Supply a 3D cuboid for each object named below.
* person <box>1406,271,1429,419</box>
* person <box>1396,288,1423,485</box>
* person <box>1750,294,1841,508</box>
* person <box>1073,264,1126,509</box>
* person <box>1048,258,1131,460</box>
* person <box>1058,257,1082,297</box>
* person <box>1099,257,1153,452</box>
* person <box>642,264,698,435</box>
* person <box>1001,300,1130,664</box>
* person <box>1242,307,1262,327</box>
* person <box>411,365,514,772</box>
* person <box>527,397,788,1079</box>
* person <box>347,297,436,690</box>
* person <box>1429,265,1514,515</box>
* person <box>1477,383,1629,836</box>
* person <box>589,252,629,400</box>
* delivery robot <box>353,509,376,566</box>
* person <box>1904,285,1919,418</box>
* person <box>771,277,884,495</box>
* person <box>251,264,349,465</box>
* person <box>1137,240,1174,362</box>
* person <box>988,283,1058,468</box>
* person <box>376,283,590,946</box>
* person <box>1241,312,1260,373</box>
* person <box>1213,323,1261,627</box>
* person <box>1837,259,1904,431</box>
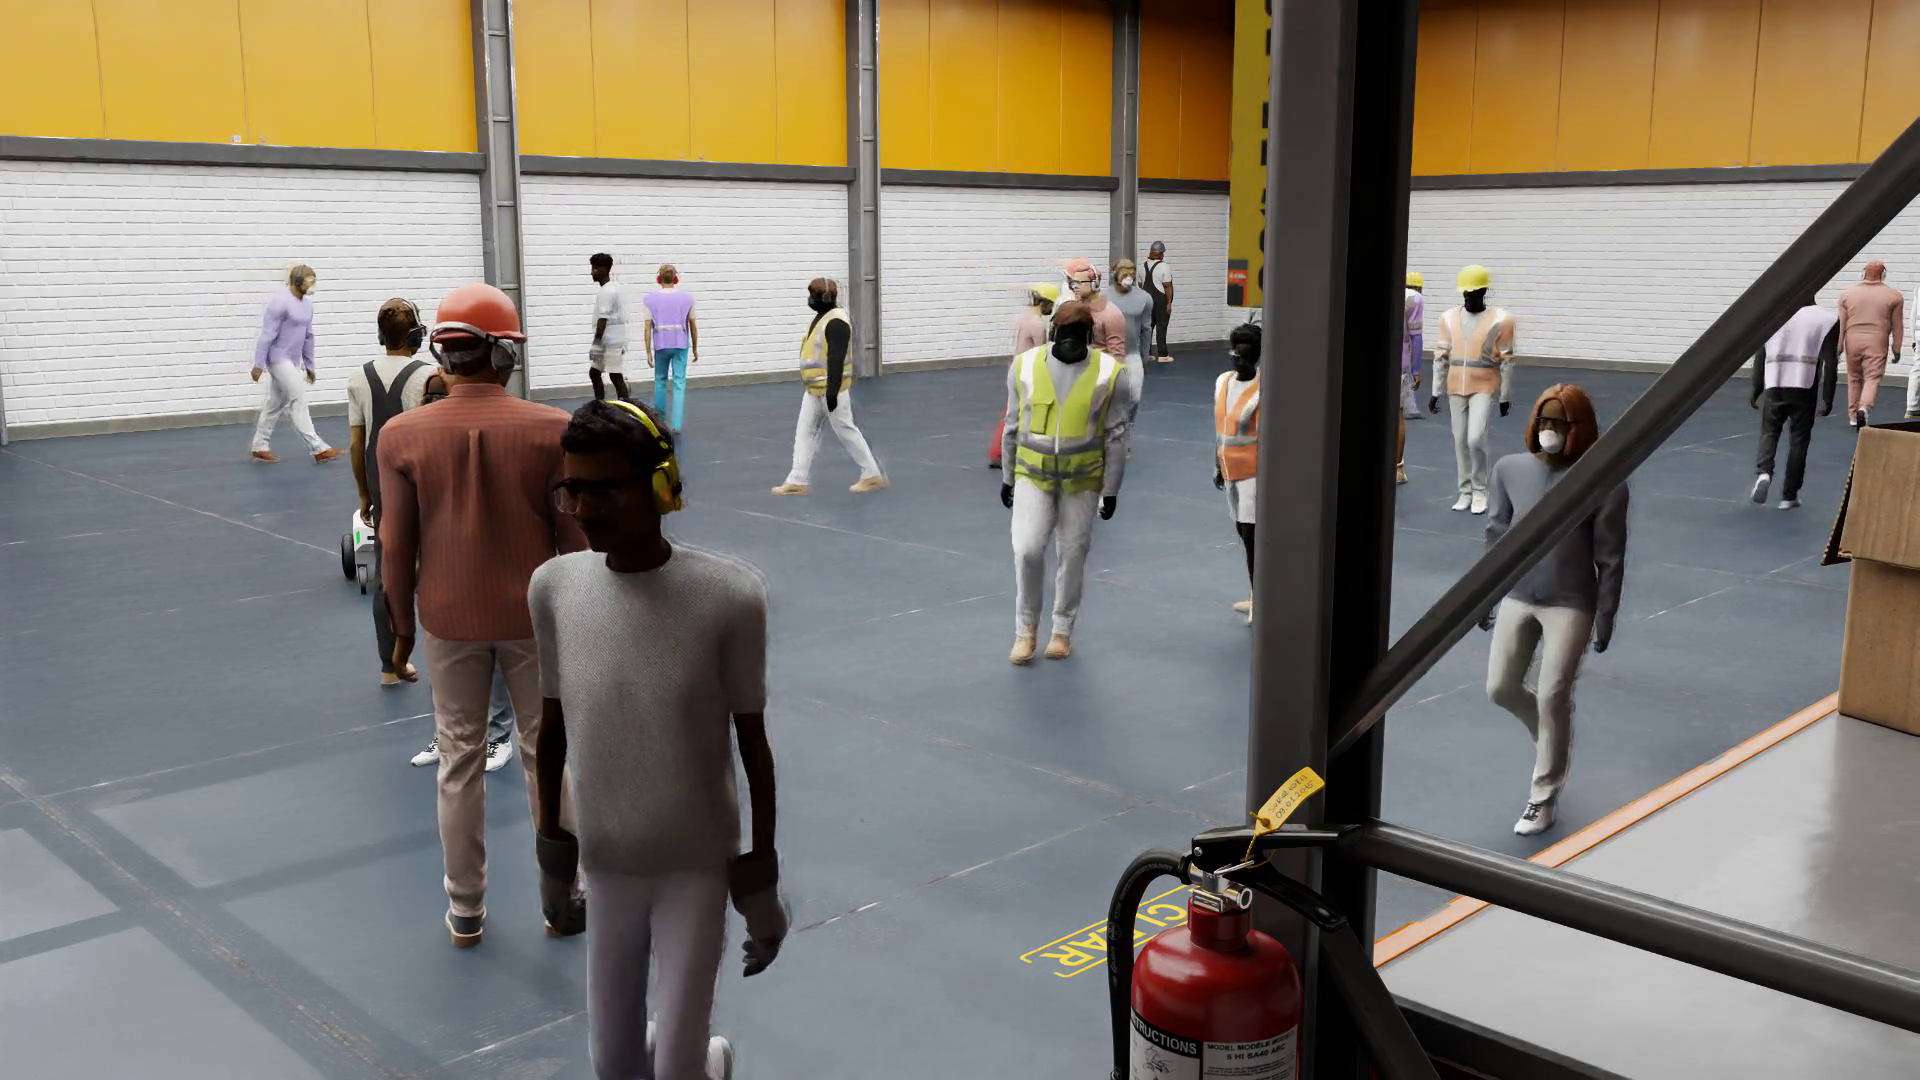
[{"bbox_3d":[5.057,-2.220,19.108,0.844,1.734,0.522,-3,11,-16],"label":"person"},{"bbox_3d":[3.642,-1.490,14.262,0.615,2.041,0.387,3,11,15],"label":"person"},{"bbox_3d":[6.459,-1.174,12.901,0.622,1.904,0.543,8,13,38],"label":"person"},{"bbox_3d":[0.975,-1.190,12.994,0.402,1.911,0.638,-9,14,-40],"label":"person"},{"bbox_3d":[1.003,-1.533,14.803,1.060,1.925,0.614,-1,10,-6],"label":"person"},{"bbox_3d":[1.410,-2.637,21.009,0.648,1.861,0.582,-8,13,-39],"label":"person"},{"bbox_3d":[1.541,-1.741,15.972,0.622,1.924,0.453,-1,10,-5],"label":"person"},{"bbox_3d":[-3.127,-2.058,17.989,0.576,1.813,0.845,-2,11,-10],"label":"person"},{"bbox_3d":[0.507,-0.272,8.240,0.640,1.815,0.616,2,11,9],"label":"person"},{"bbox_3d":[3.650,-2.436,20.294,0.498,1.730,0.497,-2,11,-10],"label":"person"},{"bbox_3d":[-1.992,0.112,6.640,0.498,1.634,0.280,3,11,17],"label":"person"},{"bbox_3d":[-0.573,0.623,3.323,0.539,1.848,0.678,2,11,12],"label":"person"},{"bbox_3d":[-2.590,-0.207,7.805,0.506,1.845,0.344,1,10,8],"label":"person"},{"bbox_3d":[3.908,-1.147,12.770,0.577,1.899,0.553,9,14,42],"label":"person"},{"bbox_3d":[2.145,0.233,6.014,0.517,1.618,0.482,10,14,42],"label":"person"},{"bbox_3d":[-3.955,-2.172,18.265,0.756,1.939,0.613,-2,11,-9],"label":"person"},{"bbox_3d":[-3.537,-0.046,10.194,0.477,0.478,0.707,-4,11,-19],"label":"delivery robot"},{"bbox_3d":[11.245,-2.324,19.243,0.337,1.882,0.585,-2,11,-10],"label":"person"},{"bbox_3d":[-1.068,-1.259,13.683,0.940,1.801,0.635,-4,11,-22],"label":"person"},{"bbox_3d":[-6.220,-1.622,15.485,1.034,1.857,0.659,0,10,2],"label":"person"},{"bbox_3d":[3.362,-4.038,28.162,0.538,2.000,0.684,-9,14,-42],"label":"person"},{"bbox_3d":[0.678,-1.496,15.246,0.935,1.684,0.588,-2,11,-11],"label":"person"},{"bbox_3d":[-1.406,0.234,5.007,0.611,1.989,0.392,-2,11,-9],"label":"person"},{"bbox_3d":[4.354,-3.307,24.243,0.839,2.011,0.630,-10,14,-43],"label":"person"},{"bbox_3d":[1.628,-0.368,9.189,0.449,1.664,0.557,-5,11,-24],"label":"person"},{"bbox_3d":[9.954,-2.136,18.256,0.643,1.873,0.884,8,13,37],"label":"person"}]
